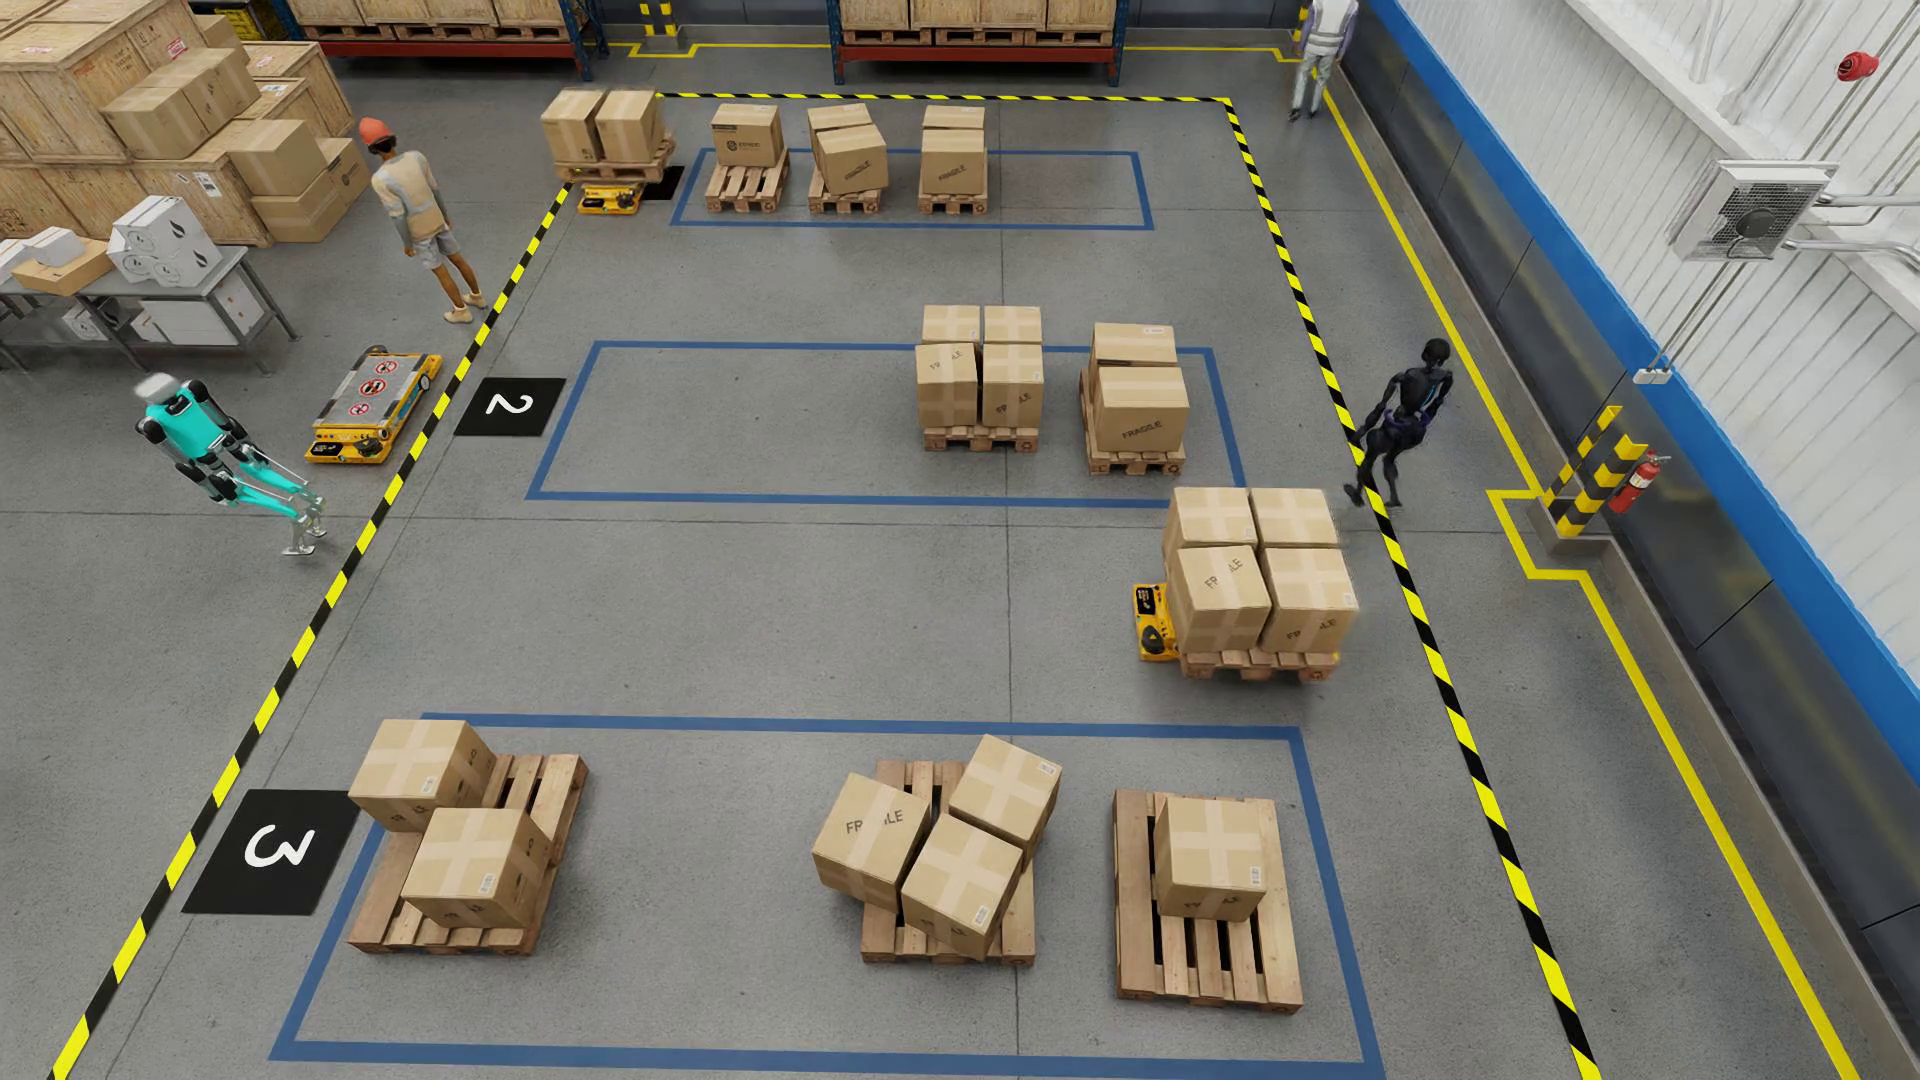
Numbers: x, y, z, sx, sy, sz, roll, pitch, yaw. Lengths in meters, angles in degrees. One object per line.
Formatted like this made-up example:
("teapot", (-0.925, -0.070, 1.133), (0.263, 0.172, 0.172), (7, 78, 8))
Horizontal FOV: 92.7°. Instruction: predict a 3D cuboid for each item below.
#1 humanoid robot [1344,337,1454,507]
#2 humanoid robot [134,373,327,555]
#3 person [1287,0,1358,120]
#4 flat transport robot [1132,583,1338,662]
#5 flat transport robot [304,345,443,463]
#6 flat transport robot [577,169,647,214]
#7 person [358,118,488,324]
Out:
("humanoid robot", (3.428, -0.824, 7.147), (0.608, 1.645, 0.480), (-8, 50, -6))
("humanoid robot", (-5.190, -0.496, 6.739), (0.735, 1.673, 0.533), (8, 50, 7))
("person", (4.613, -6.256, 11.647), (0.620, 1.819, 0.585), (8, 50, 7))
("flat transport robot", (2.044, 0.585, 6.854), (1.431, 0.197, 0.652), (1, 50, 1))
("flat transport robot", (-5.383, -1.269, 8.441), (0.659, 0.231, 1.431), (1, 50, 1))
("flat transport robot", (-4.108, -4.404, 11.075), (0.652, 0.197, 1.431), (1, 50, 1))
("person", (-5.129, -2.991, 8.742), (0.400, 2.035, 0.607), (15, 51, 13))
